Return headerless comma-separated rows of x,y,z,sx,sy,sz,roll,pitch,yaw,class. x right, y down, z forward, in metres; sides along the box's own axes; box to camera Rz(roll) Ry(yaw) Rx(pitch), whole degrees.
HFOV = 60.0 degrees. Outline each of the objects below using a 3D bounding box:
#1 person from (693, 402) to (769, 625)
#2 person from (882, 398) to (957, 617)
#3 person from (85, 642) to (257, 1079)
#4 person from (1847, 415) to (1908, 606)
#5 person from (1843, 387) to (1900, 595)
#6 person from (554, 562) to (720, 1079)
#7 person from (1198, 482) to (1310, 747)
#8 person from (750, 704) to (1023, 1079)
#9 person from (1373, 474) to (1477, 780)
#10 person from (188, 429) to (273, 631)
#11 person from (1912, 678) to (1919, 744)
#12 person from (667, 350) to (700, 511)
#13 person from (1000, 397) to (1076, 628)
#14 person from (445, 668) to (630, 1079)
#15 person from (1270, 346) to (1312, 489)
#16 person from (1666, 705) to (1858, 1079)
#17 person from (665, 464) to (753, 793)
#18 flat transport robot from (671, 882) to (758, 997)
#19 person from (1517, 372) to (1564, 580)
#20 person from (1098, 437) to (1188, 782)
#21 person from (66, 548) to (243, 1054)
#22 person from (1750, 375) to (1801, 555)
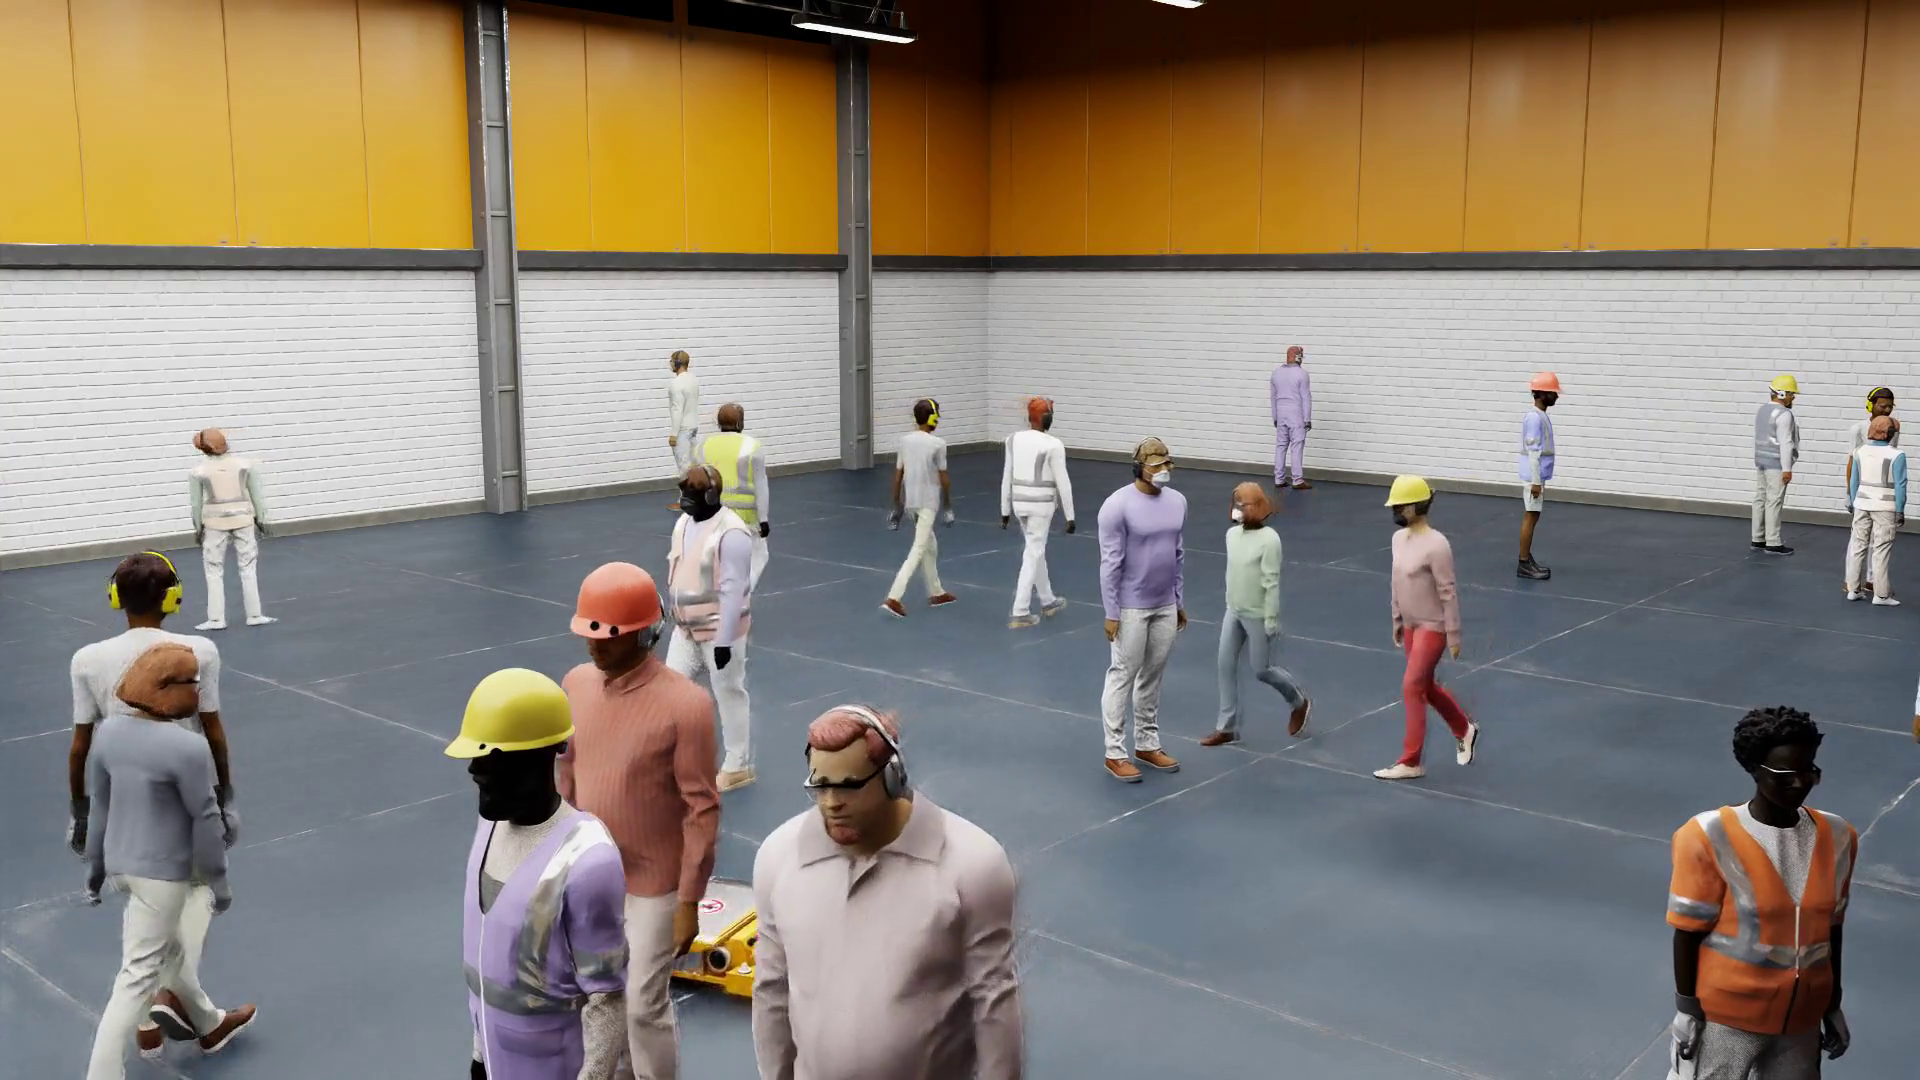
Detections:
-1.806,-0.186,13.284,0.662,1.827,0.447,3,10,19,person
-0.346,-0.277,13.936,0.484,1.817,0.994,9,13,43,person
-2.761,1.145,5.724,0.530,1.592,0.824,4,10,24,person
7.884,-0.252,14.303,0.307,1.638,0.511,-4,10,-24,person
8.101,-0.431,14.750,0.535,1.855,0.338,-2,9,-14,person
-1.025,1.037,5.176,0.665,1.966,0.493,6,11,34,person
1.795,0.441,10.037,0.695,1.607,0.508,-5,10,-28,person
-0.175,1.285,3.878,0.661,1.884,0.481,2,9,15,person
2.698,0.483,9.400,0.708,1.732,0.533,-2,9,-13,person
-5.850,-0.087,13.344,0.605,1.615,0.324,-6,11,-32,person
4.514,0.737,7.311,0.997,1.880,0.565,-8,12,-41,person
-3.342,-1.319,20.058,0.371,1.940,0.630,2,9,12,person
0.706,-0.239,13.527,0.612,1.848,0.885,9,13,44,person
-1.011,1.247,3.986,0.365,1.928,0.585,-9,12,-43,person
4.423,-1.622,22.089,0.407,1.902,0.639,-7,12,-39,person
2.167,1.276,4.526,0.532,1.697,0.319,-1,9,-9,person
-1.417,0.498,9.012,0.630,1.818,0.656,-8,12,-42,person
-1.258,1.596,6.973,1.431,0.197,0.652,4,10,22,flat transport robot
5.425,-0.603,15.573,0.363,1.934,0.551,4,10,21,person
1.044,0.379,9.397,0.629,1.939,0.371,-7,11,-38,person
-2.927,0.965,6.017,0.618,1.844,0.458,-2,9,-14,person
8.326,-0.769,16.968,0.404,1.824,0.586,0,9,-2,person
